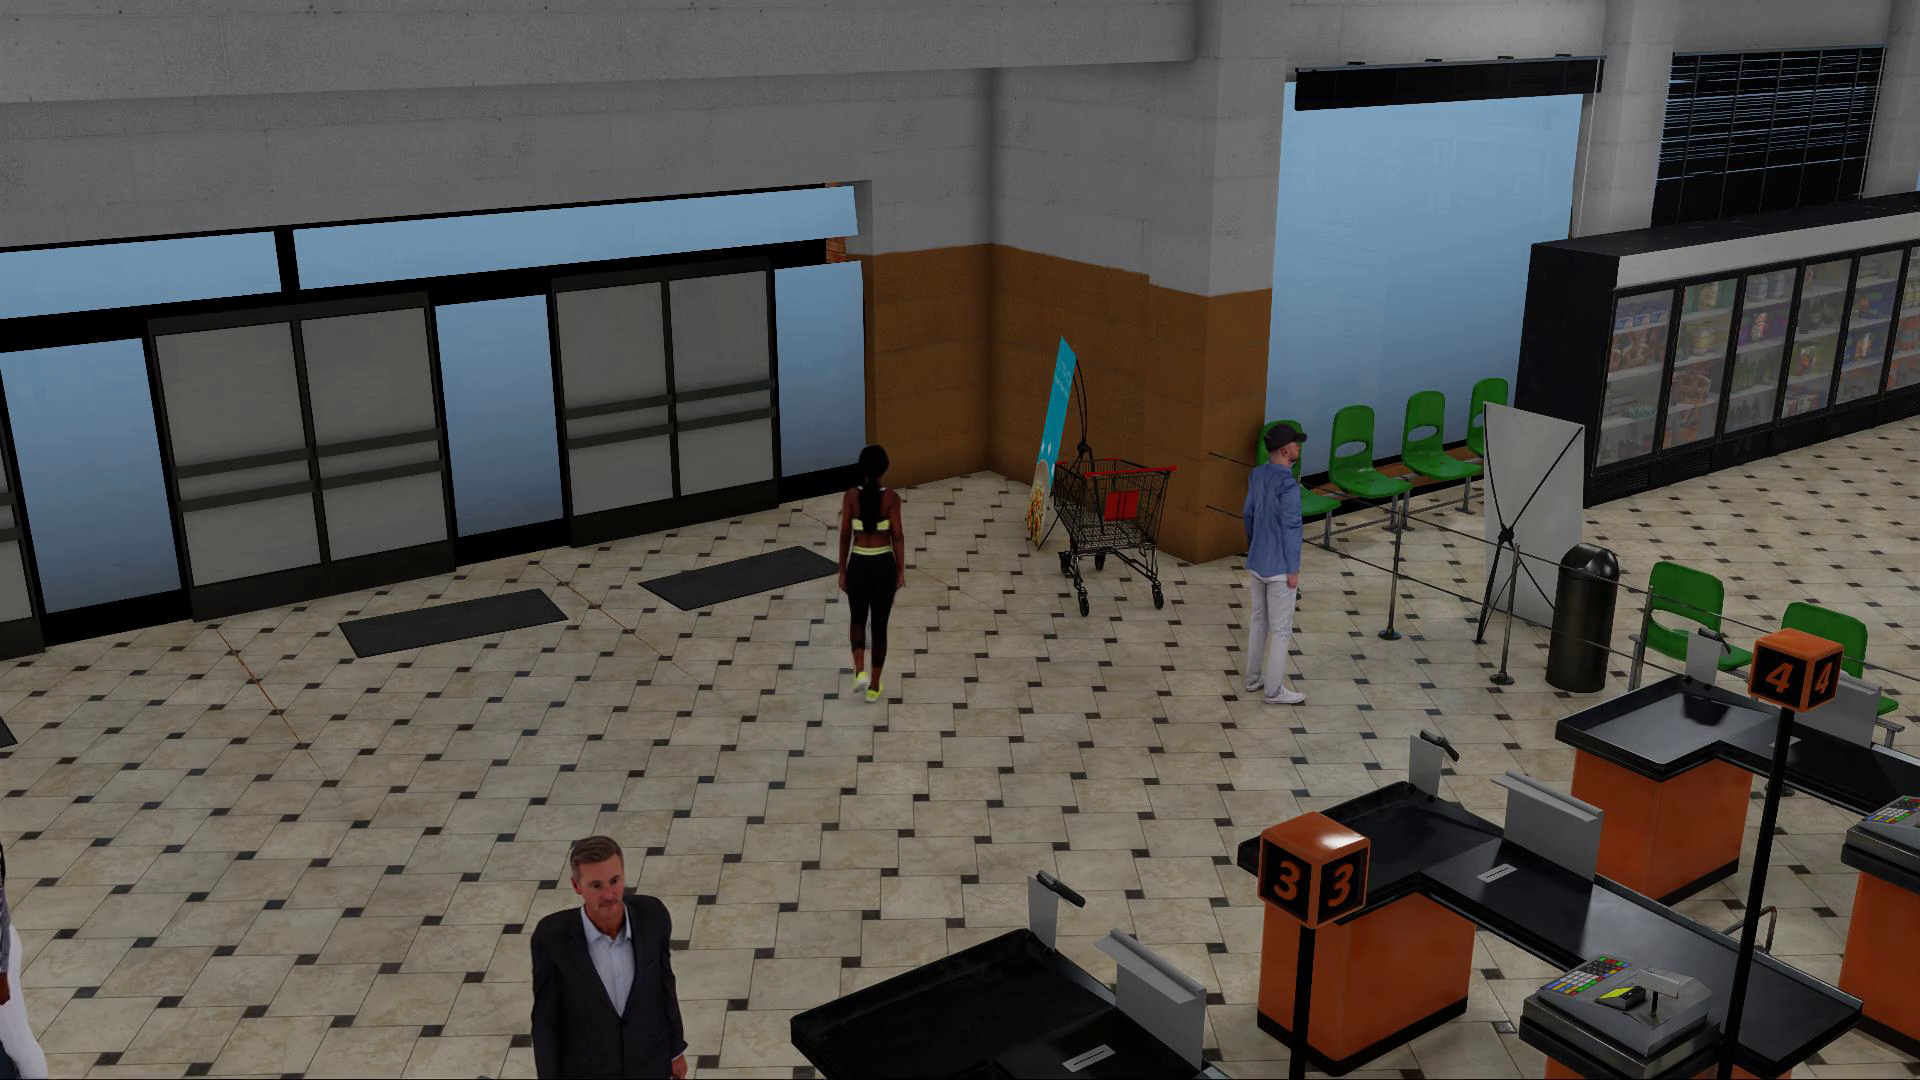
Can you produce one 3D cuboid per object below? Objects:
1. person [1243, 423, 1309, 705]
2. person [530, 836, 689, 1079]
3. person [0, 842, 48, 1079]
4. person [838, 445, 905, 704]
[{"bbox_3d":[2.069,0.146,10.954,0.757,1.888,0.563,-8,20,-22],"label":"person"},{"bbox_3d":[-1.234,1.872,5.906,0.721,1.842,0.595,-11,22,-30],"label":"person"},{"bbox_3d":[-3.926,1.681,6.658,0.590,1.724,0.722,11,21,29],"label":"person"},{"bbox_3d":[-0.586,0.265,10.829,0.757,1.741,0.821,1,19,3],"label":"person"}]
